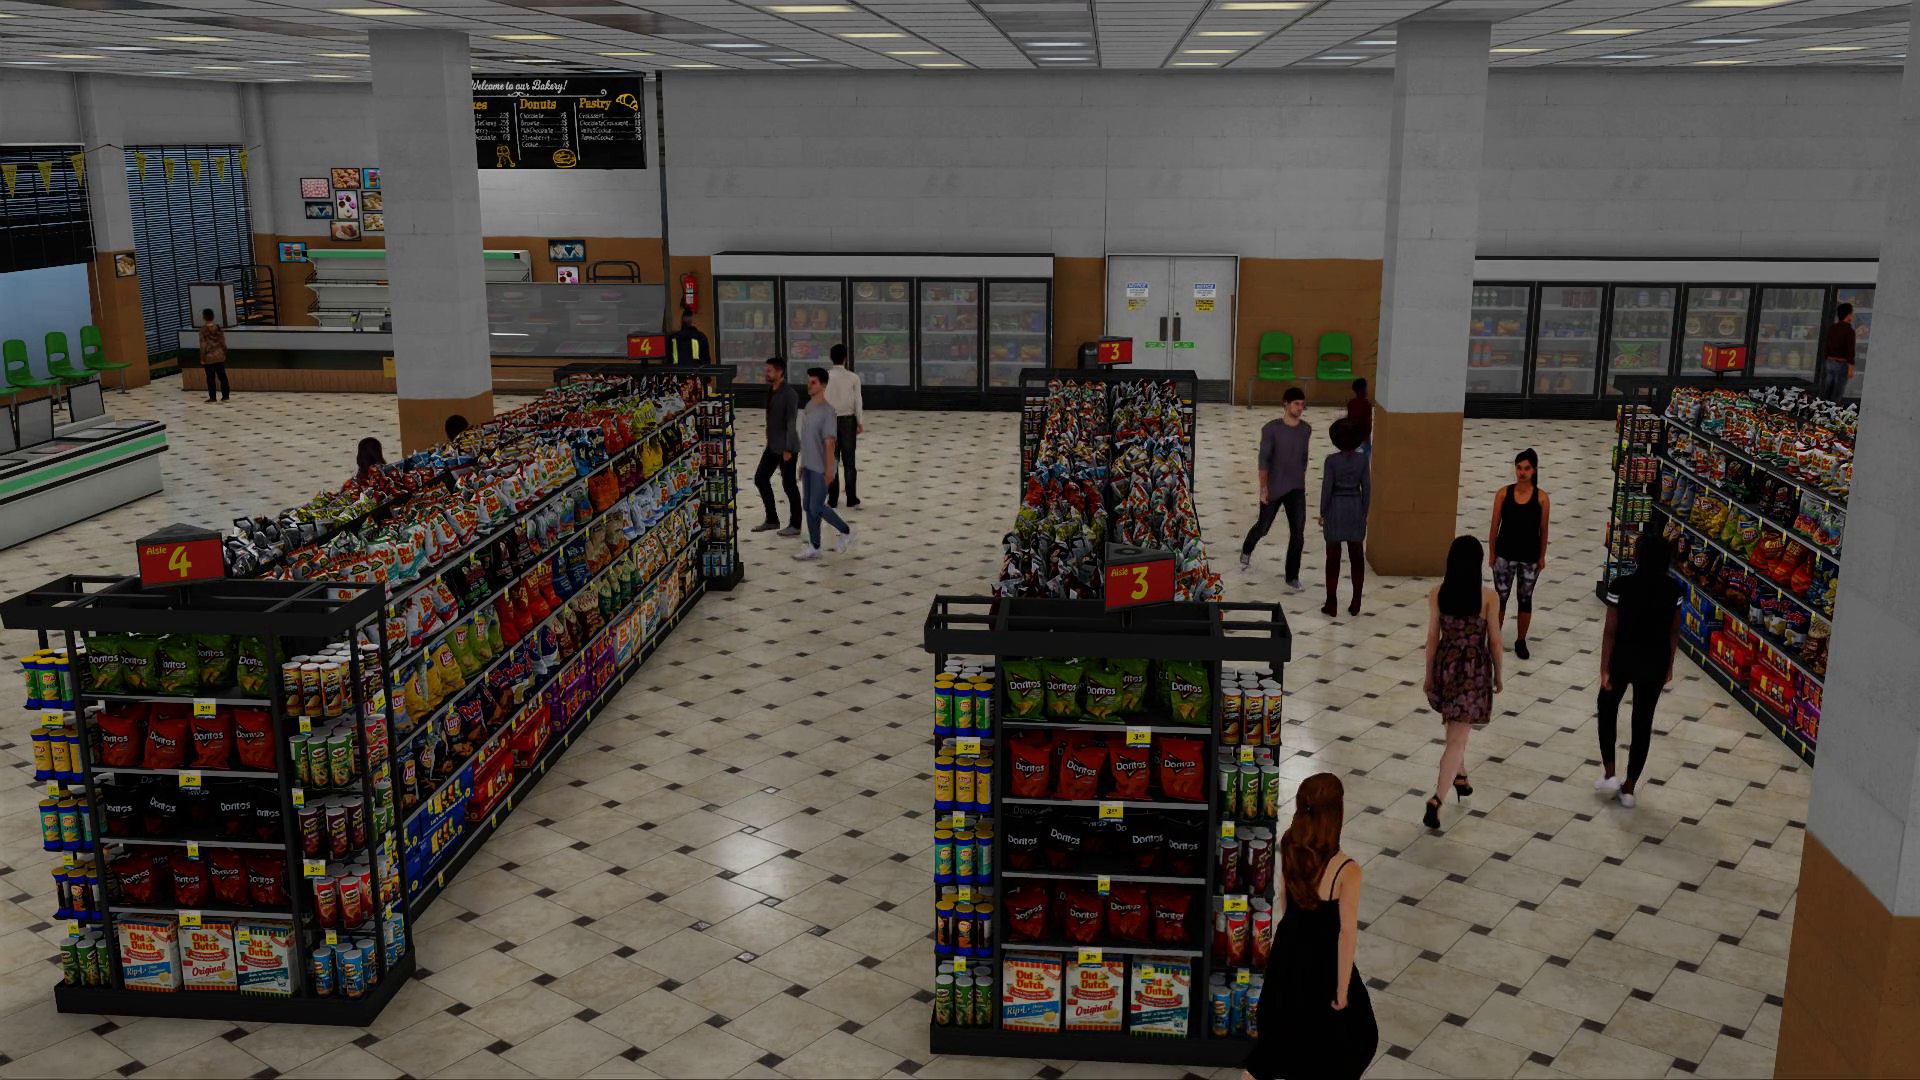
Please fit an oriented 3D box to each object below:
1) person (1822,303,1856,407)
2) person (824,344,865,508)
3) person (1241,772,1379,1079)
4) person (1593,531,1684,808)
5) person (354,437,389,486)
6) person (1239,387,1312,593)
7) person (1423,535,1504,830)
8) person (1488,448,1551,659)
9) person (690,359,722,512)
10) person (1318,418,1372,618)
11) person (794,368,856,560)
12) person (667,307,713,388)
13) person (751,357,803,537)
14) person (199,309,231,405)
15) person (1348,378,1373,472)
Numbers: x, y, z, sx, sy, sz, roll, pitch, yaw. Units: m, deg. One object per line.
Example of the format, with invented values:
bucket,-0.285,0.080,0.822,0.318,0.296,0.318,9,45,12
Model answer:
person,12.261,-2.418,23.241,0.766,1.779,0.560,-3,14,-11
person,-1.329,-1.271,18.446,0.658,1.809,0.560,0,14,2
person,1.323,1.722,6.559,1.061,1.596,0.973,-12,18,-39
person,4.126,0.806,10.070,0.637,1.720,0.660,2,14,10
person,-4.863,-0.033,13.787,0.676,1.598,0.675,4,14,17
person,2.905,-0.482,15.182,0.959,1.816,1.253,-3,14,-13
person,2.917,0.879,9.751,0.970,1.730,1.263,8,16,30
person,4.396,0.102,13.096,0.630,1.663,0.587,5,14,18
person,-2.896,-1.113,18.063,0.741,1.683,0.773,8,16,30
person,3.293,-0.195,14.218,0.600,1.710,0.522,0,14,0
person,-1.299,-0.722,16.046,0.969,1.873,0.922,-8,16,-28
person,-3.575,-2.137,21.895,0.746,1.867,0.802,1,14,4
person,-1.756,-0.952,17.036,0.936,1.854,0.872,-11,17,-37
person,-11.513,-2.835,25.649,0.738,1.453,0.655,10,17,36
person,4.682,-1.268,19.652,0.737,1.235,0.678,-11,17,-38
